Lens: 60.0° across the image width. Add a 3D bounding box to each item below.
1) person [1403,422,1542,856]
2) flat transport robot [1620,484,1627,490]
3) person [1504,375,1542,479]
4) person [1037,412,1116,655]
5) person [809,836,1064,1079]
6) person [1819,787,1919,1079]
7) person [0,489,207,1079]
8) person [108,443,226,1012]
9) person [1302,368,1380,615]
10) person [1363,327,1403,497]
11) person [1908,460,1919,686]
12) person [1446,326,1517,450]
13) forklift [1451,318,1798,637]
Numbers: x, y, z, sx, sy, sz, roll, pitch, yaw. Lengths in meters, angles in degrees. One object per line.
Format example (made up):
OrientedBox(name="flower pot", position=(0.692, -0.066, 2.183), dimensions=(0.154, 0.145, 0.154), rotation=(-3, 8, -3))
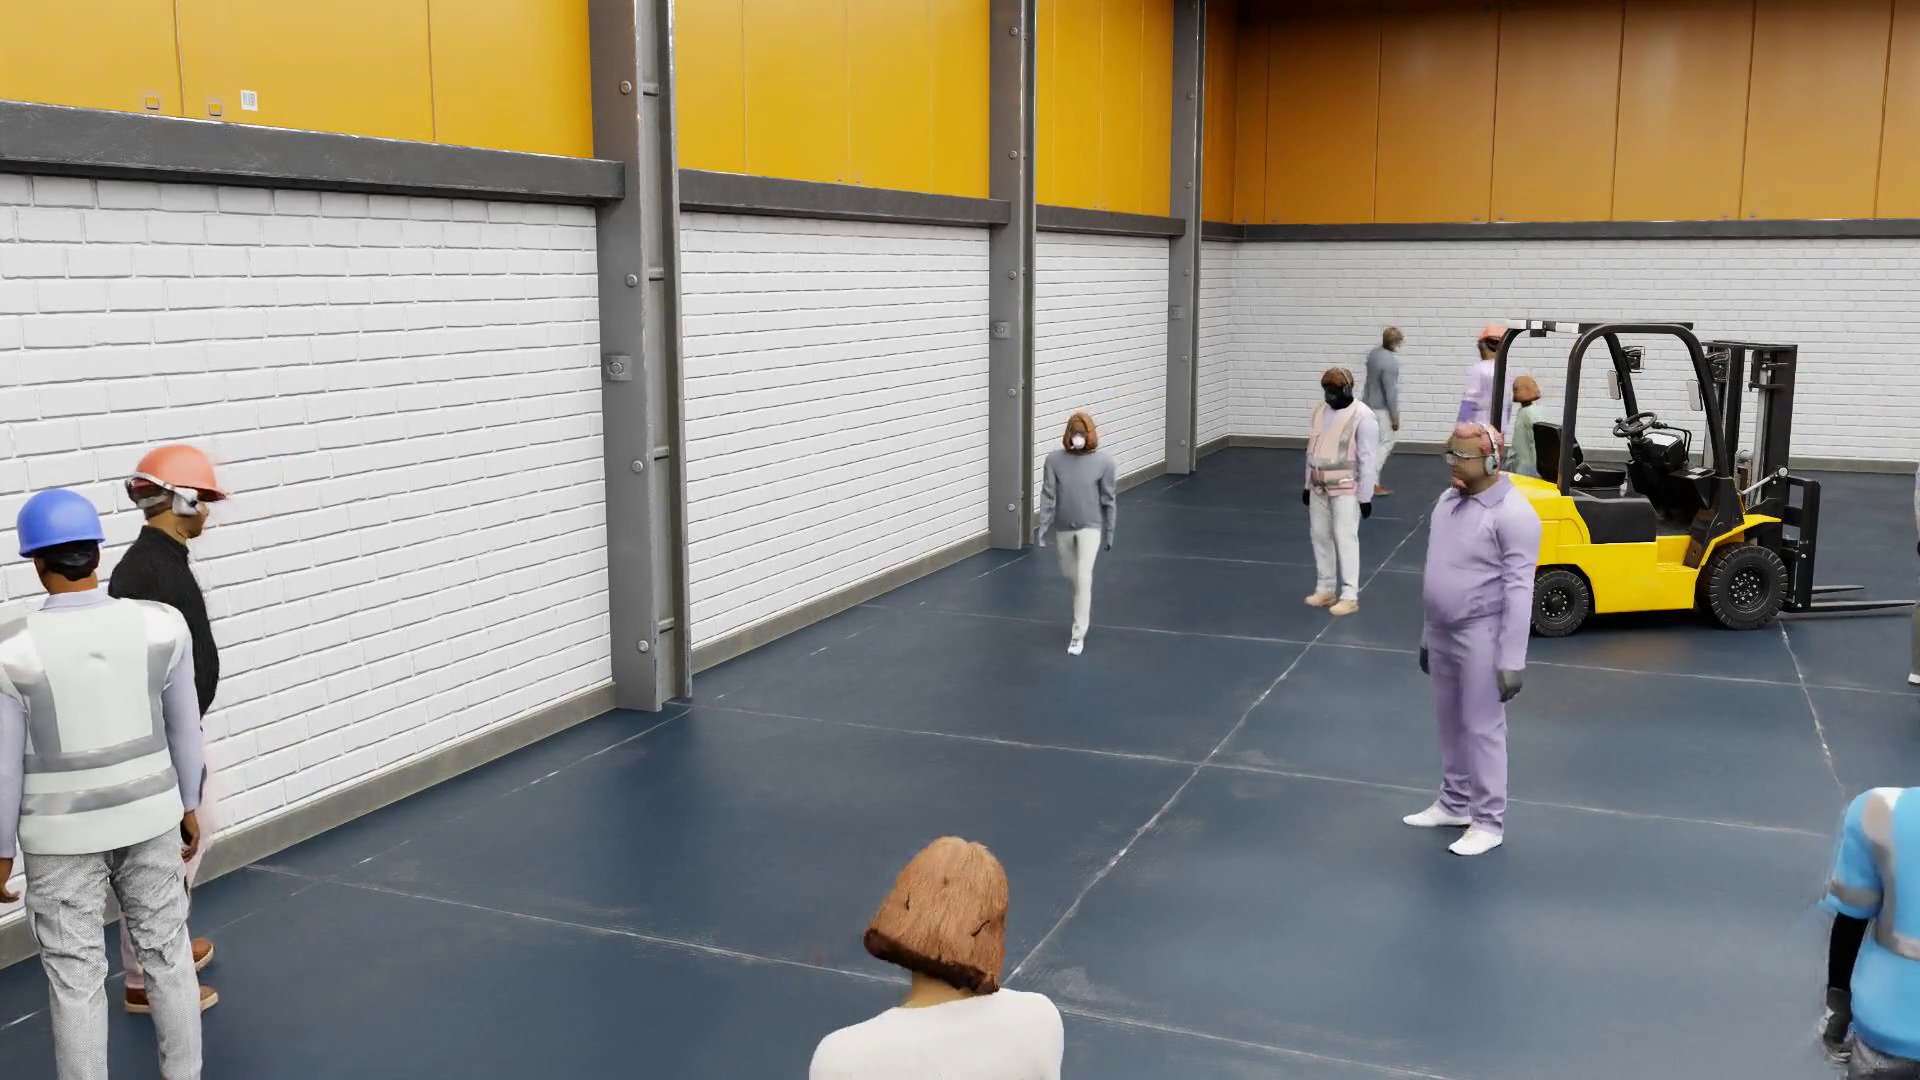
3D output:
OrientedBox(name="person", position=(2.227, 0.431, 7.315), dimensions=(0.400, 1.902, 0.688), rotation=(-3, 10, -17))
OrientedBox(name="flat transport robot", position=(7.237, -0.474, 17.662), dimensions=(1.431, 0.197, 0.652), rotation=(-5, 11, -28))
OrientedBox(name="person", position=(5.006, -0.672, 14.883), dimensions=(0.853, 1.583, 0.520), rotation=(2, 10, 11))
OrientedBox(name="person", position=(0.814, -0.085, 11.284), dimensions=(0.498, 1.597, 0.812), rotation=(4, 10, 21))
OrientedBox(name="person", position=(-0.113, 1.318, 2.794), dimensions=(0.687, 1.595, 0.337), rotation=(-8, 12, -38))
OrientedBox(name="person", position=(2.240, 1.120, 3.754), dimensions=(0.386, 1.683, 0.541), rotation=(-8, 12, -41))
OrientedBox(name="person", position=(-2.489, 0.817, 4.795), dimensions=(0.401, 1.940, 0.604), rotation=(9, 13, 44))
OrientedBox(name="person", position=(-2.711, 0.654, 5.722), dimensions=(0.433, 1.965, 0.656), rotation=(-3, 10, -20))
OrientedBox(name="person", position=(2.812, -0.364, 12.308), dimensions=(0.432, 1.822, 0.651), rotation=(-6, 11, -32))
OrientedBox(name="person", position=(4.689, -1.430, 18.590), dimensions=(0.378, 1.894, 0.709), rotation=(-1, 9, -7))
OrientedBox(name="person", position=(5.996, -0.034, 9.990), dimensions=(0.382, 1.928, 0.587), rotation=(-1, 9, -9))
OrientedBox(name="person", position=(4.967, -1.003, 15.668), dimensions=(0.696, 2.002, 0.436), rotation=(-8, 13, -41))
OrientedBox(name="forklift", position=(4.706, -0.497, 11.990), dimensions=(2.313, 2.155, 1.214), rotation=(-2, 10, -10))
